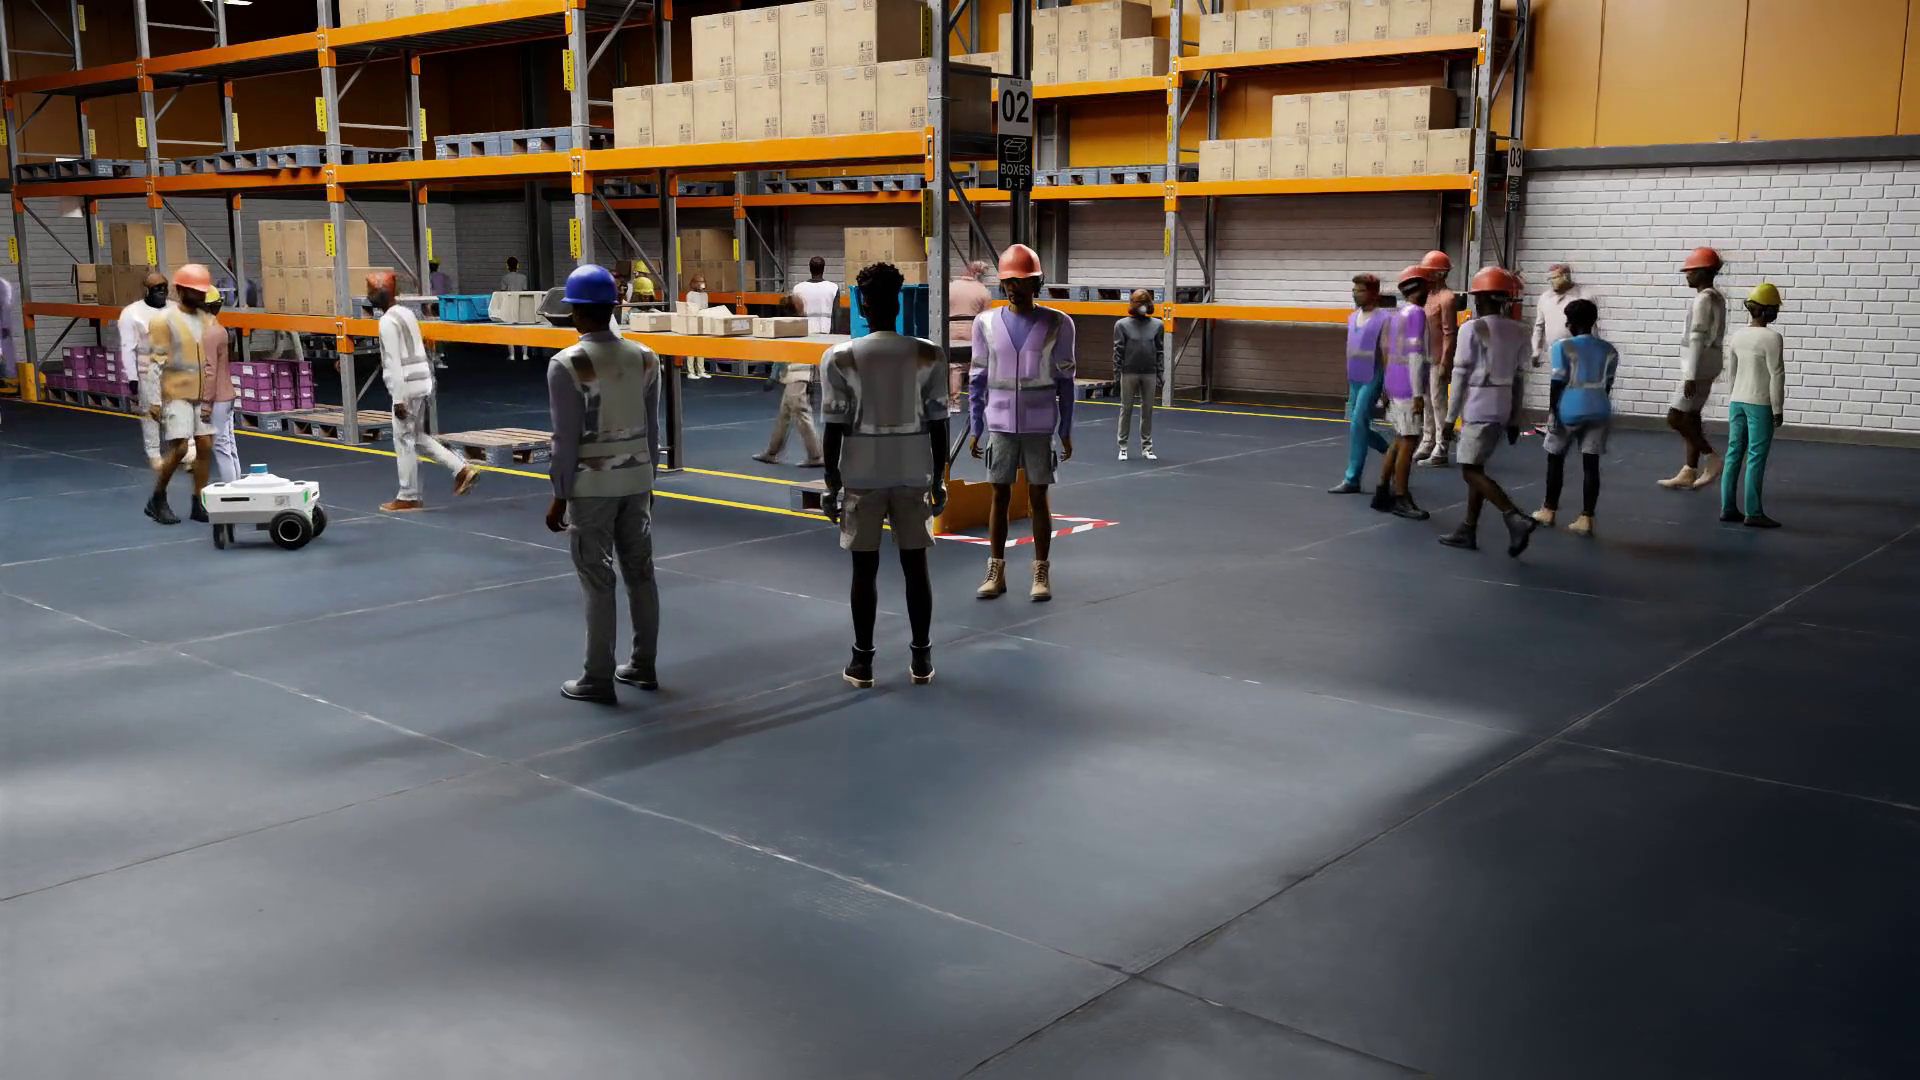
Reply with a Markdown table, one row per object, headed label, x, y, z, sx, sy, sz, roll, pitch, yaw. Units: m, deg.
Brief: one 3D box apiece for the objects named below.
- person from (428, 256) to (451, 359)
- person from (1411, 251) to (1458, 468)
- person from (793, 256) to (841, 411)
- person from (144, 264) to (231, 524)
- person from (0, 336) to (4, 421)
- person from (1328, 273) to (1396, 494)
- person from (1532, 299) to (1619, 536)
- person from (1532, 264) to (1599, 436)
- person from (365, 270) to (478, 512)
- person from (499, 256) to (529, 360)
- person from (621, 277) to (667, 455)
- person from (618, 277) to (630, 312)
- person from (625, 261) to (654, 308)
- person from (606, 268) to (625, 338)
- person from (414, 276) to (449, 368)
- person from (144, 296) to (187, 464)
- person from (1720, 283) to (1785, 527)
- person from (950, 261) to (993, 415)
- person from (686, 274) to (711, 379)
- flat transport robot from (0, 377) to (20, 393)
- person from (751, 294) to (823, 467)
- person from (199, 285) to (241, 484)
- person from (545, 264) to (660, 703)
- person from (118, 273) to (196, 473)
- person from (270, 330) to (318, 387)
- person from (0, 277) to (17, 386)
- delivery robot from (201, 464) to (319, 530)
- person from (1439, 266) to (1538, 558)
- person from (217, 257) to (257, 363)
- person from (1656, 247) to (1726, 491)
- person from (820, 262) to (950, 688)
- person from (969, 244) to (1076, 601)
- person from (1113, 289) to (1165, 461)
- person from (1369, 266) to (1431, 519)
| label | x | y | z | sx | sy | sz | roll | pitch | yaw |
| --- | --- | --- | --- | --- | --- | --- | --- | --- | --- |
| person | -9.720 | -4.296 | 30.701 | 0.613 | 1.872 | 0.981 | -7 | 12 | -35 |
| person | 4.380 | -1.666 | 15.392 | 0.388 | 1.996 | 0.612 | -1 | 10 | -4 |
| person | -1.763 | -2.545 | 20.621 | 0.591 | 1.919 | 0.390 | 0 | 10 | 0 |
| person | -5.674 | -1.065 | 12.237 | 0.545 | 1.903 | 0.589 | 5 | 11 | 27 |
| person | -10.614 | -2.017 | 17.852 | 0.605 | 1.828 | 0.963 | -6 | 12 | -33 |
| person | 3.426 | -1.294 | 13.789 | 0.759 | 1.824 | 0.571 | -3 | 10 | -18 |
| person | 4.390 | -0.883 | 11.881 | 0.543 | 1.647 | 0.748 | -1 | 10 | -8 |
| person | 6.428 | -1.999 | 17.710 | 0.994 | 1.855 | 0.672 | -7 | 12 | -35 |
| person | -4.137 | -1.125 | 12.690 | 0.650 | 1.862 | 0.598 | -1 | 10 | -3 |
| person | -8.053 | -4.186 | 30.093 | 0.507 | 1.874 | 0.329 | -4 | 11 | -20 |
| person | -3.073 | -1.681 | 16.212 | 0.484 | 1.739 | 0.305 | -7 | 12 | -35 |
| person | -3.972 | -2.238 | 19.526 | 0.322 | 1.689 | 0.530 | 6 | 12 | 31 |
| person | -5.032 | -3.492 | 26.289 | 0.403 | 1.822 | 0.588 | 4 | 11 | 20 |
| person | -2.572 | -1.059 | 12.282 | 0.328 | 1.877 | 0.513 | -1 | 10 | -3 |
| person | -9.043 | -3.687 | 28.099 | 0.875 | 1.587 | 0.514 | 3 | 10 | 16 |
| person | -7.466 | -1.518 | 15.570 | 0.522 | 1.638 | 0.310 | -3 | 10 | -14 |
| person | 5.813 | -0.982 | 12.148 | 0.305 | 1.771 | 0.525 | -3 | 10 | -14 |
| person | 0.101 | -2.469 | 20.357 | 0.737 | 1.867 | 0.395 | 5 | 11 | 25 |
| person | -4.067 | -3.314 | 25.845 | 0.288 | 1.628 | 0.502 | 6 | 11 | 29 |
| flat transport robot | -12.611 | -2.188 | 23.268 | 1.431 | 0.197 | 0.652 | 0 | 10 | -1 |
| person | -1.603 | -1.469 | 15.400 | 0.745 | 1.601 | 0.519 | 1 | 10 | 8 |
| person | -5.603 | -1.037 | 12.471 | 0.316 | 1.769 | 0.525 | -2 | 10 | -14 |
| person | -1.593 | -0.247 | 7.446 | 0.390 | 1.949 | 0.602 | 7 | 12 | 36 |
| person | -7.174 | -1.493 | 14.975 | 0.653 | 1.791 | 0.968 | -9 | 14 | -43 |
| person | -9.843 | -3.126 | 24.259 | 0.975 | 1.819 | 0.538 | 5 | 11 | 27 |
| person | -13.617 | -3.016 | 23.395 | 0.682 | 1.875 | 0.544 | 2 | 10 | 10 |
| delivery robot | -4.754 | -0.274 | 11.301 | 0.707 | 0.478 | 0.477 | -2 | 10 | -9 |
| person | 3.503 | -0.833 | 10.906 | 0.548 | 1.911 | 0.818 | -6 | 12 | -31 |
| person | -10.678 | -3.242 | 24.606 | 0.554 | 1.905 | 0.695 | -5 | 11 | -25 |
| person | 6.104 | -1.393 | 13.734 | 0.468 | 2.031 | 0.644 | 7 | 12 | 33 |
| person | -0.345 | -0.291 | 7.668 | 0.603 | 1.959 | 0.374 | -2 | 10 | -11 |
| person | 0.346 | -0.656 | 9.513 | 0.614 | 2.041 | 0.393 | 2 | 10 | 12 |
| person | 1.710 | -1.571 | 15.881 | 0.509 | 1.632 | 0.268 | -2 | 10 | -10 |
| person | 3.358 | -1.113 | 12.579 | 0.398 | 1.887 | 0.658 | 1 | 10 | 6 |
